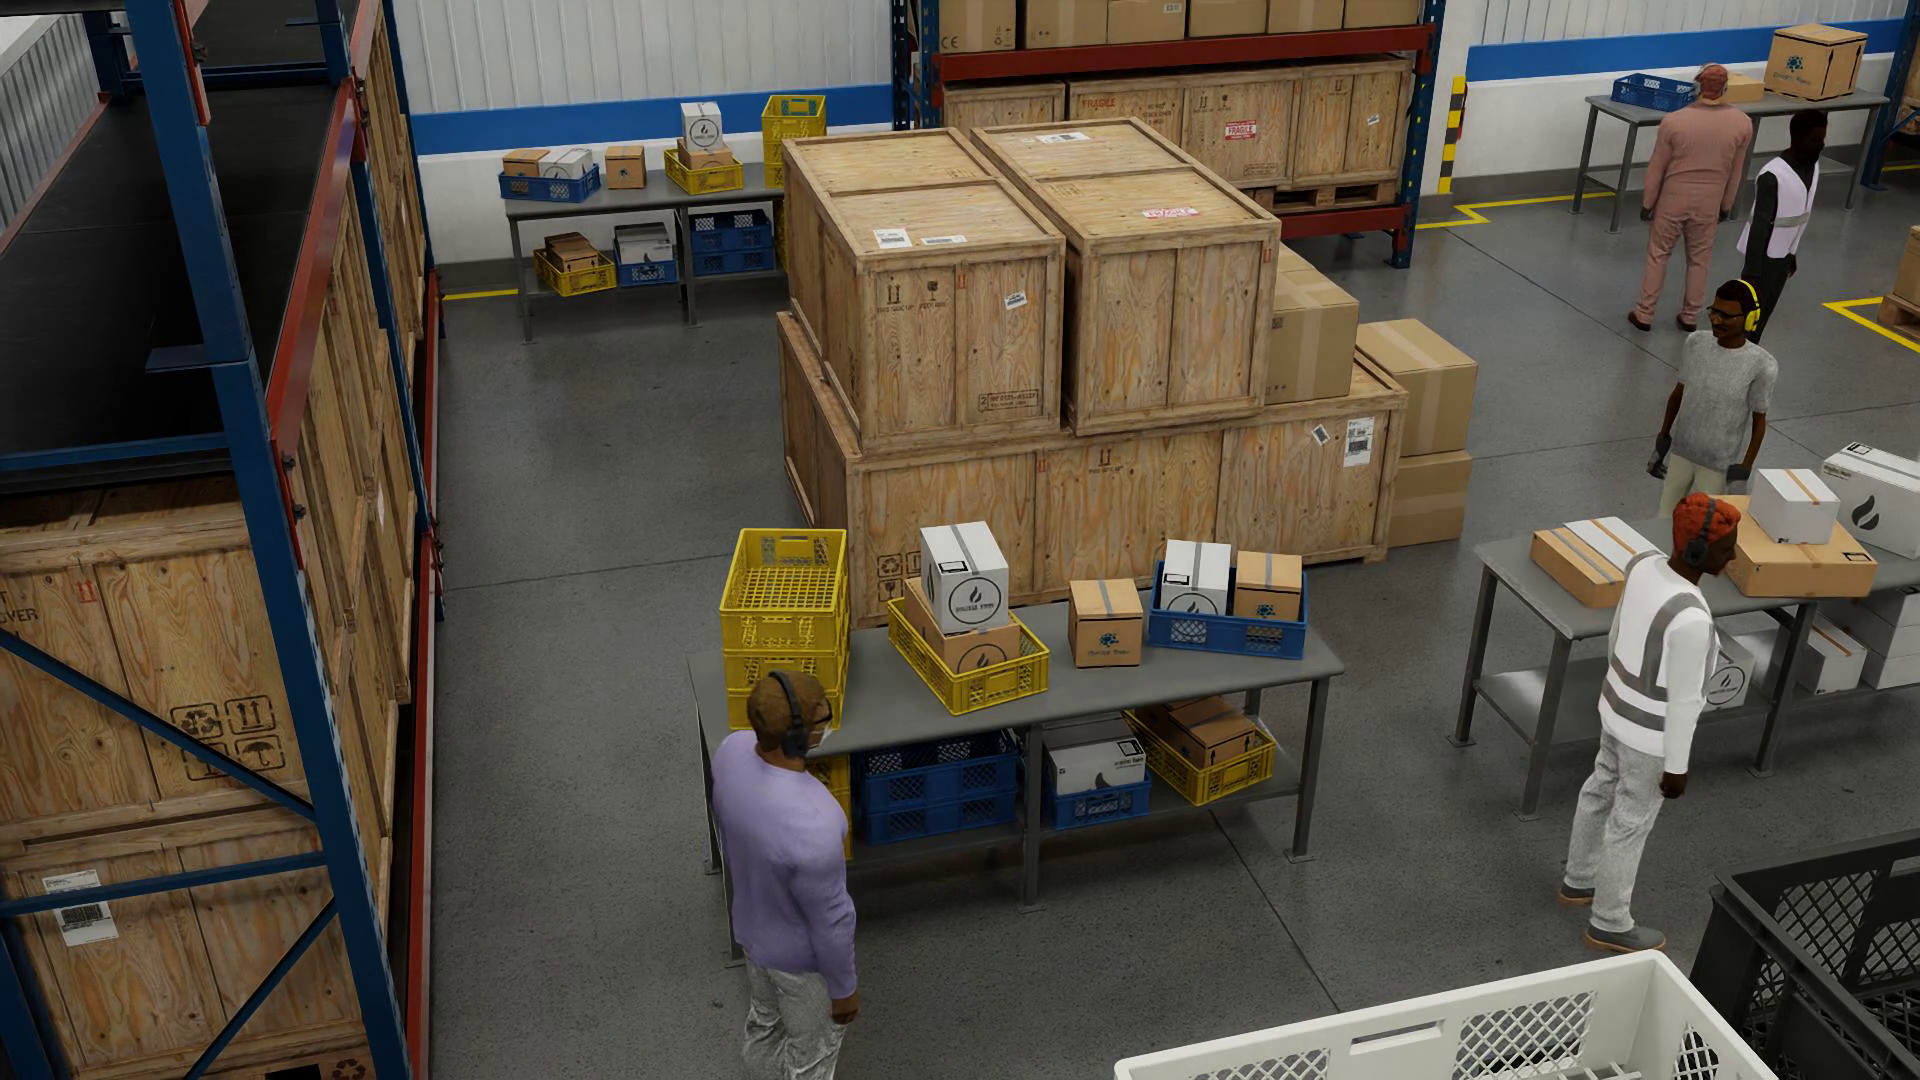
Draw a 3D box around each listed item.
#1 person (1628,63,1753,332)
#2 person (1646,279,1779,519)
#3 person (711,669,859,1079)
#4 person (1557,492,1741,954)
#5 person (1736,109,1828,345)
[{"bbox_3d":[5.159,-2.415,11.804,0.643,1.898,0.398,3,29,5],"label":"person"},{"bbox_3d":[3.623,-0.388,8.146,0.318,1.870,0.531,-18,34,-30],"label":"person"},{"bbox_3d":[-0.506,1.226,5.147,0.372,1.940,0.629,-20,34,-31],"label":"person"},{"bbox_3d":[2.557,0.686,6.183,0.357,1.885,0.573,0,29,-1],"label":"person"},{"bbox_3d":[5.207,-1.823,10.703,0.597,1.917,0.375,-23,36,-35],"label":"person"}]
